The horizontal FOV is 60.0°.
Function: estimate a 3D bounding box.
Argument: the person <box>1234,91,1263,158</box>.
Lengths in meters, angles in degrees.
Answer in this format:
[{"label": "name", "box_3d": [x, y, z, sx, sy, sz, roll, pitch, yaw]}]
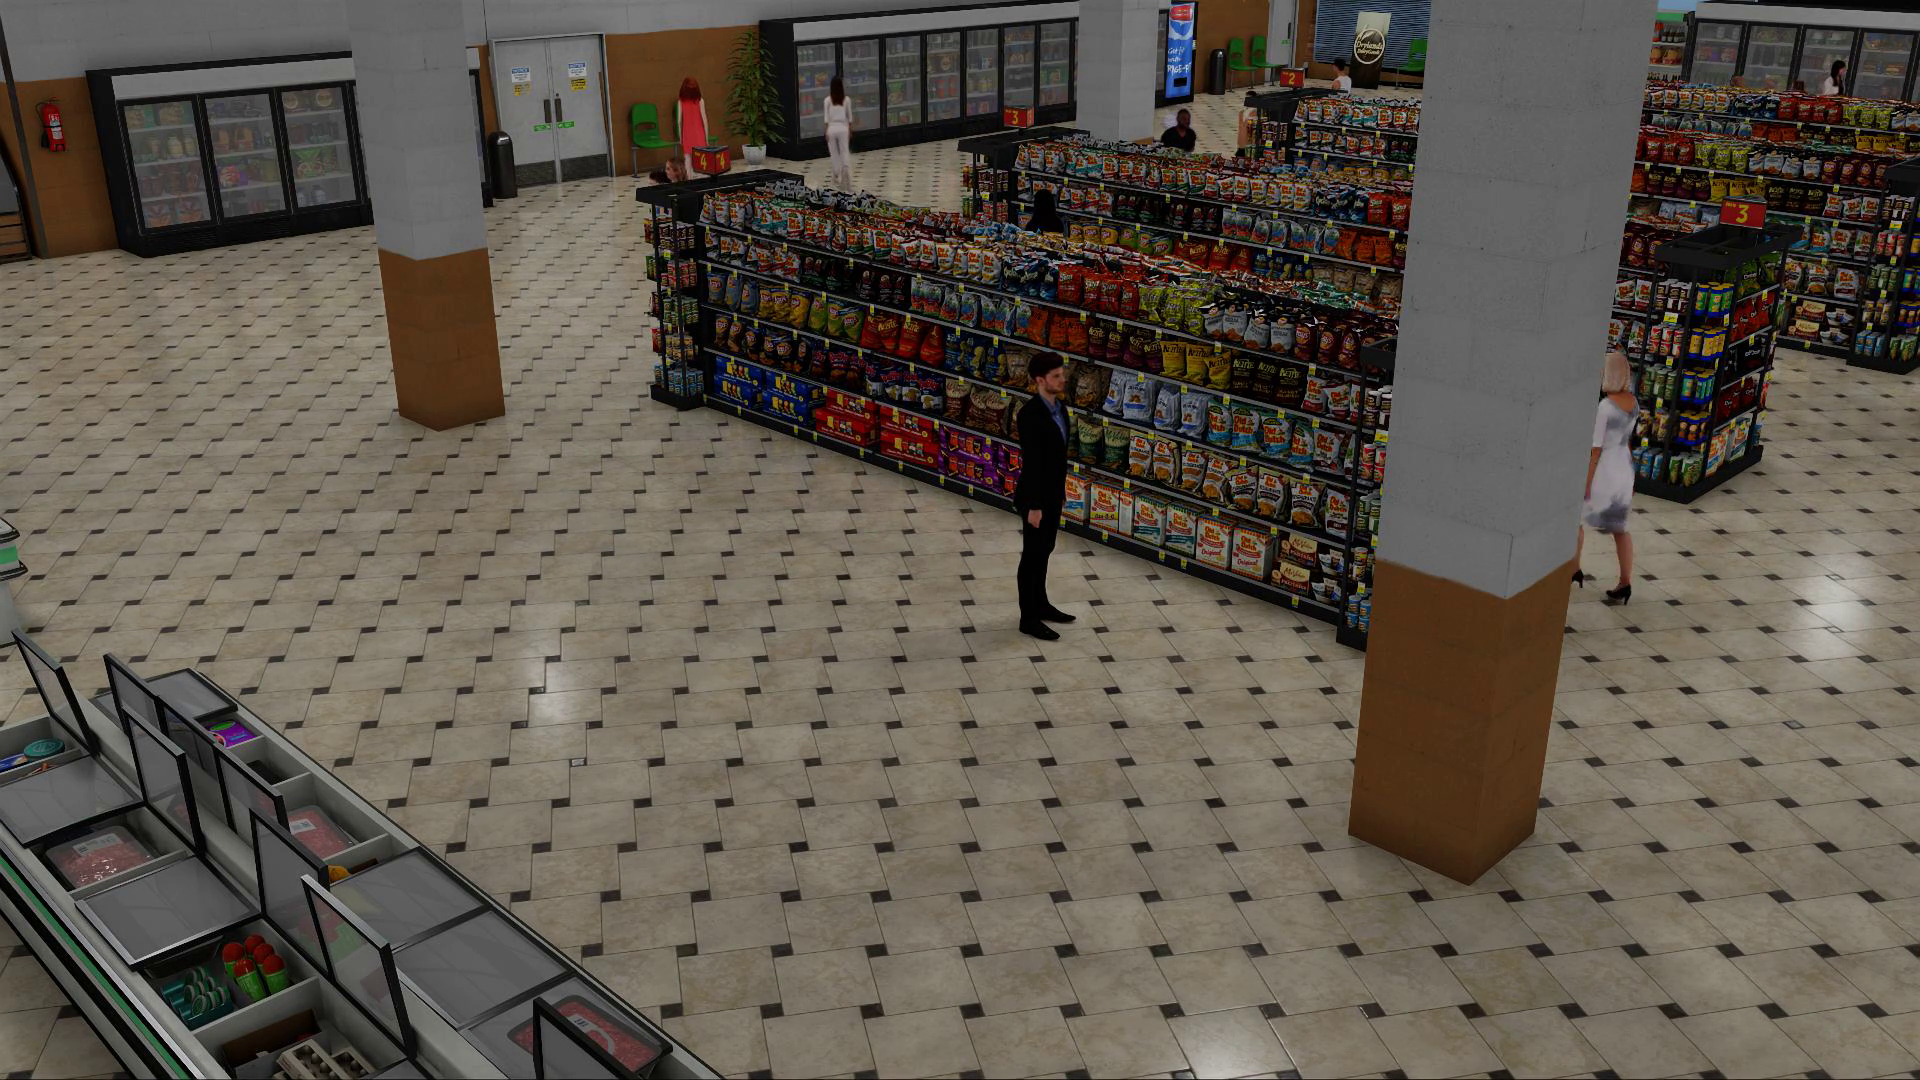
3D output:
[{"label": "person", "box_3d": [4.281, -5.667, 24.299, 0.865, 1.731, 0.881, -12, 25, -28]}]

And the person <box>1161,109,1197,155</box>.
[{"label": "person", "box_3d": [2.808, -4.815, 22.102, 0.855, 1.788, 0.938, -7, 23, -17]}]

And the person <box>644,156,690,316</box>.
[{"label": "person", "box_3d": [-2.961, -3.273, 18.269, 0.956, 1.785, 1.020, -6, 23, -14]}]

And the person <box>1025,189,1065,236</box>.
[{"label": "person", "box_3d": [0.838, -2.652, 16.762, 0.577, 1.758, 0.654, 20, 29, 40]}]

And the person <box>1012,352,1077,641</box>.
[{"label": "person", "box_3d": [0.527, -0.308, 10.744, 0.744, 1.894, 0.771, 9, 24, 22]}]

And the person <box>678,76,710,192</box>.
[{"label": "person", "box_3d": [-4.051, -6.107, 25.266, 0.640, 1.827, 0.728, 3, 22, 7]}]

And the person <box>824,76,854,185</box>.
[{"label": "person", "box_3d": [-1.919, -6.462, 26.356, 0.912, 1.673, 1.040, -4, 22, -11]}]

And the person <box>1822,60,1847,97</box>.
[{"label": "person", "box_3d": [15.220, -7.609, 29.292, 0.737, 1.612, 0.951, -15, 26, -33]}]

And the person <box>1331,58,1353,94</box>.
[{"label": "person", "box_3d": [6.390, -7.196, 28.038, 0.572, 1.781, 0.642, 18, 28, 38]}]

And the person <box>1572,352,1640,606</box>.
[{"label": "person", "box_3d": [4.390, -0.374, 11.139, 0.721, 1.722, 0.854, -10, 24, -24]}]
